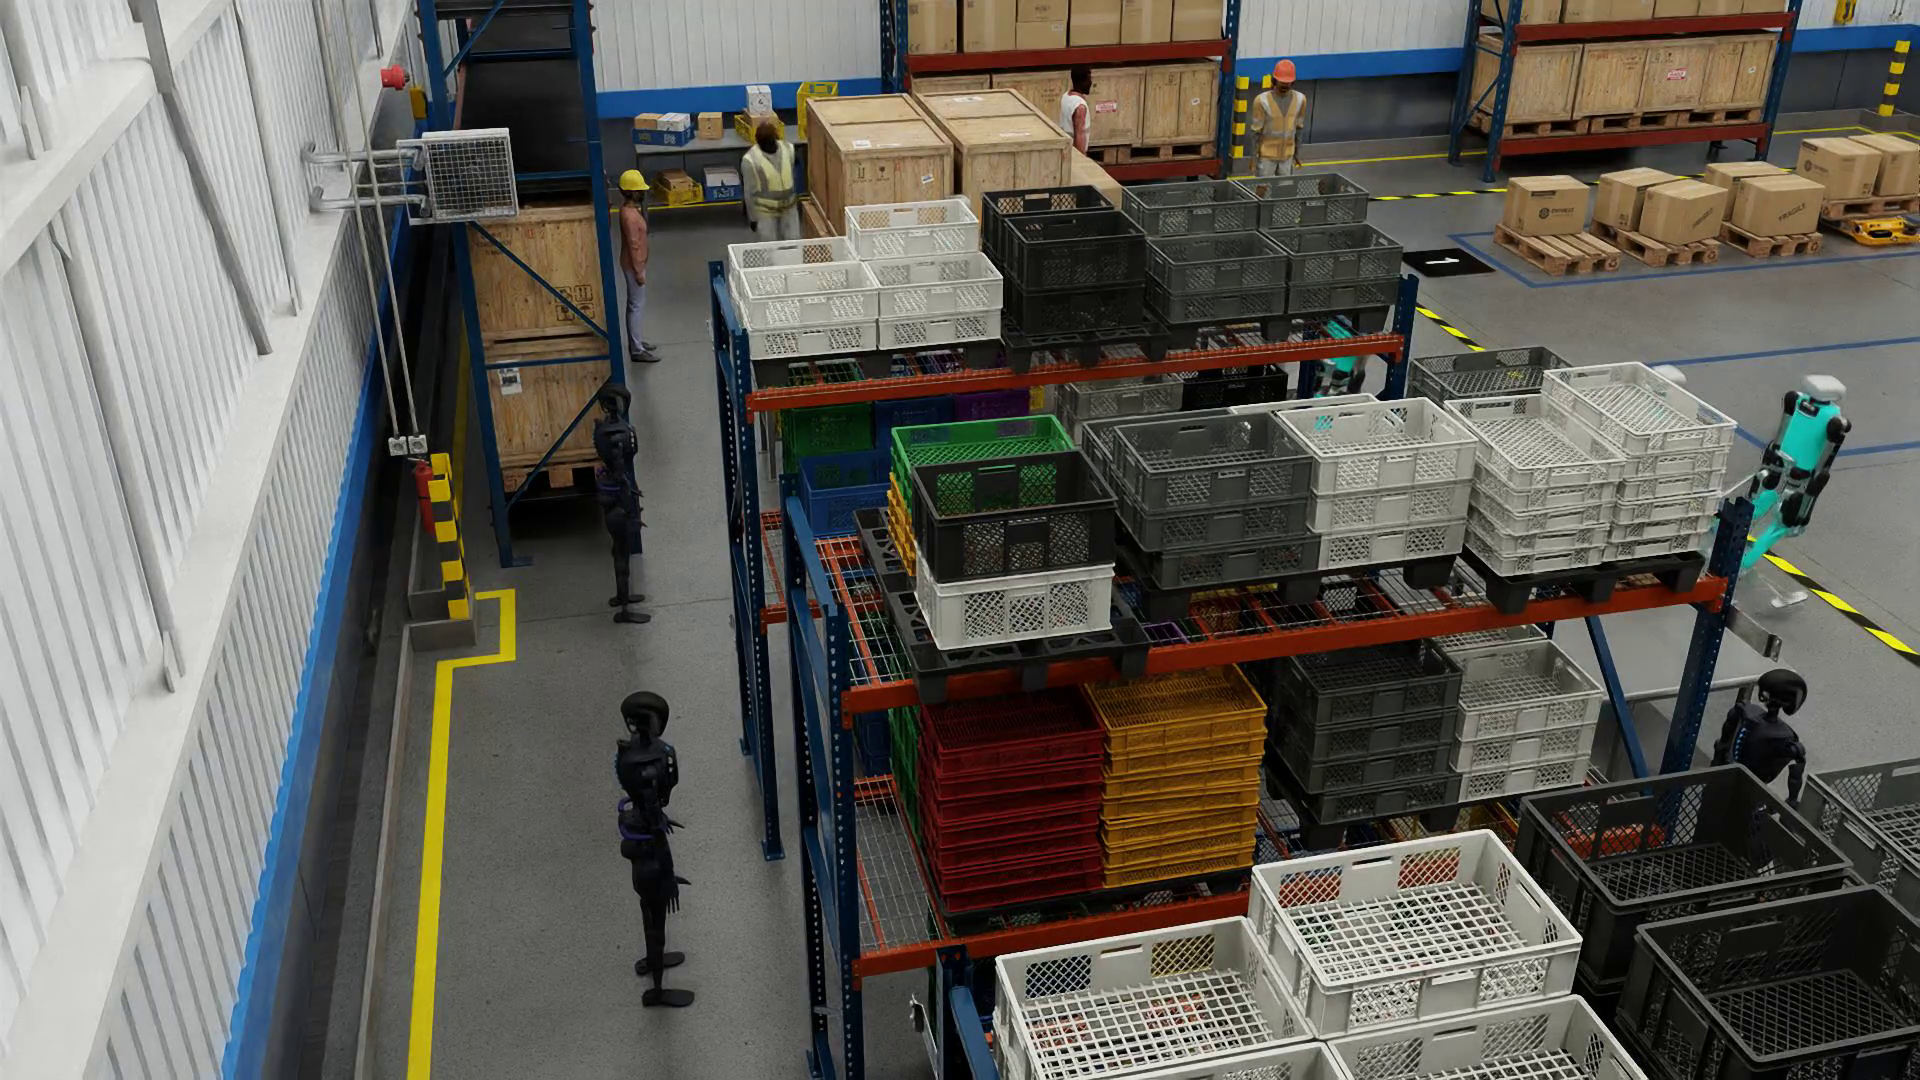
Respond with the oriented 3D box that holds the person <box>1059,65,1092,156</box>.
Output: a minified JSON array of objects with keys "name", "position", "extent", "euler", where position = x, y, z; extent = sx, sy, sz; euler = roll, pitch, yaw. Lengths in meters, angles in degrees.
[{"name":"person","position":[1.255,-4.277,18.393],"extent":[0.374,1.917,0.592],"euler":[-6,28,-11]}]

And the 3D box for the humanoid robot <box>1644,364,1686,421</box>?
[{"name":"humanoid robot","position":[4.298,-0.319,10.933],"extent":[0.735,1.677,0.533],"euler":[-6,28,-12]}]

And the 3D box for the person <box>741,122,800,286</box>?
[{"name":"person","position":[-1.890,-3.324,16.714],"extent":[0.637,1.803,0.512],"euler":[-16,32,-27]}]

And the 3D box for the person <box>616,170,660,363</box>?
[{"name":"person","position":[-2.941,-2.508,15.197],"extent":[0.326,1.767,0.530],"euler":[-6,28,-11]}]

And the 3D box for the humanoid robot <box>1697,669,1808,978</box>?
[{"name":"humanoid robot","position":[3.756,1.335,7.989],"extent":[0.315,1.655,0.599],"euler":[-6,28,-12]}]

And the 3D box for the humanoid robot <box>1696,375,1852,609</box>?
[{"name":"humanoid robot","position":[5.272,-0.240,10.912],"extent":[0.953,1.735,0.549],"euler":[-6,28,-12]}]

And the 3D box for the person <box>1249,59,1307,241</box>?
[{"name":"person","position":[3.454,-4.202,18.121],"extent":[0.611,2.039,0.390],"euler":[-6,28,-11]}]

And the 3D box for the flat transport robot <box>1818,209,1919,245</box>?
[{"name":"flat transport robot","position":[10.205,-3.698,19.034],"extent":[0.652,0.197,1.431],"euler":[-6,28,-12]}]

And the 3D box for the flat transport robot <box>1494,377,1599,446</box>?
[{"name":"flat transport robot","position":[4.780,-1.036,14.013],"extent":[0.659,0.231,1.431],"euler":[-6,28,-12]}]

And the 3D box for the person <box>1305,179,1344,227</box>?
[{"name":"person","position":[3.181,-2.324,14.766],"extent":[0.328,1.842,0.508],"euler":[-6,28,-11]}]

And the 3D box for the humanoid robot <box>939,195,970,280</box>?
[{"name":"humanoid robot","position":[-0.233,-2.142,14.393],"extent":[0.735,1.676,0.533],"euler":[-6,28,-12]}]

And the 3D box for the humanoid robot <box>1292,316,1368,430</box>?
[{"name":"humanoid robot","position":[2.553,-0.961,12.295],"extent":[0.877,1.771,0.581],"euler":[-19,33,-32]}]

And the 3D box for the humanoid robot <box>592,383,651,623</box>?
[{"name":"humanoid robot","position":[-2.245,-0.265,11.024],"extent":[0.315,1.655,0.599],"euler":[-6,28,-12]}]

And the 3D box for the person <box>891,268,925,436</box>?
[{"name":"person","position":[-0.377,-1.248,12.698],"extent":[0.312,1.869,0.524],"euler":[-6,28,-11]}]

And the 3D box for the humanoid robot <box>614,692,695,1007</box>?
[{"name":"humanoid robot","position":[-1.439,1.423,7.822],"extent":[0.315,1.655,0.599],"euler":[-6,28,-12]}]

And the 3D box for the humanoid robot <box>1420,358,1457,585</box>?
[{"name":"humanoid robot","position":[3.387,-0.510,11.490],"extent":[0.315,1.655,0.599],"euler":[-6,28,-12]}]

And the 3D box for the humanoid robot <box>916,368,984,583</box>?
[{"name":"humanoid robot","position":[-0.246,-0.222,10.901],"extent":[0.815,1.771,0.567],"euler":[-14,31,-25]}]
